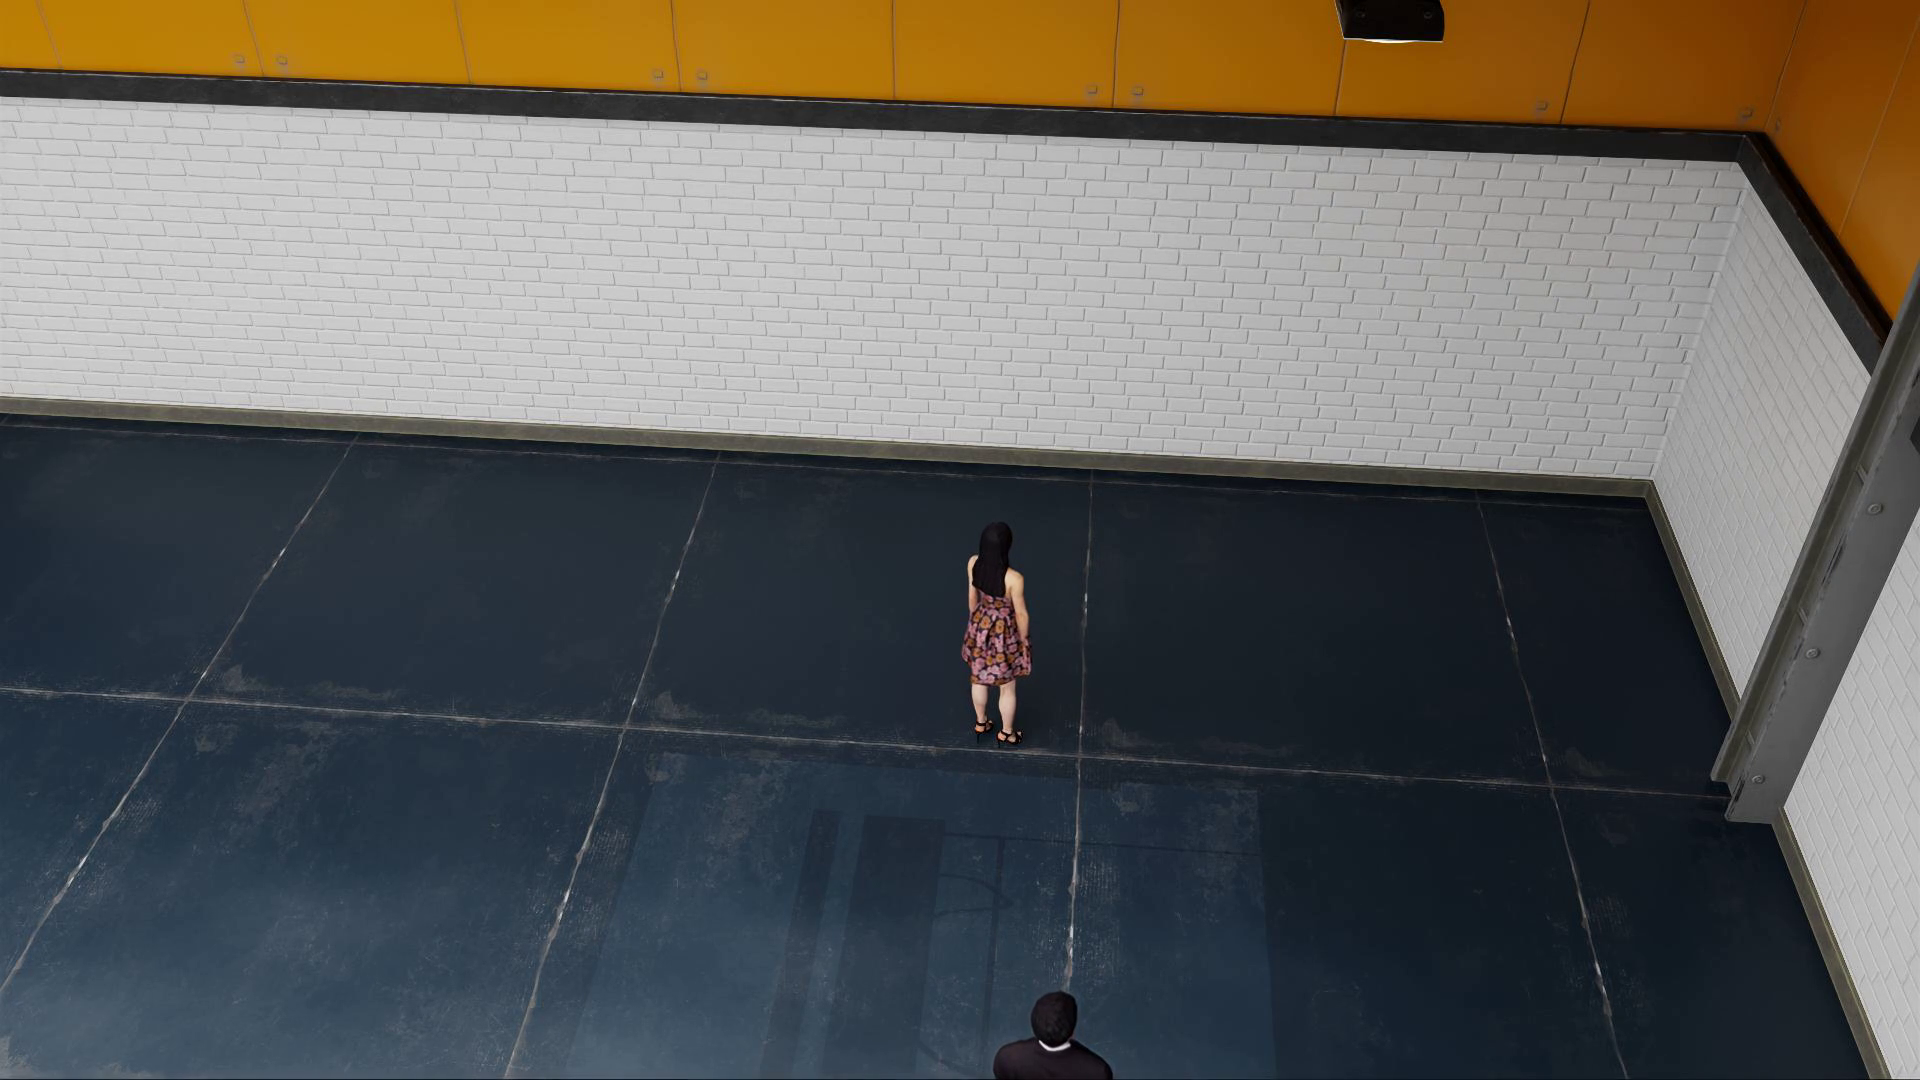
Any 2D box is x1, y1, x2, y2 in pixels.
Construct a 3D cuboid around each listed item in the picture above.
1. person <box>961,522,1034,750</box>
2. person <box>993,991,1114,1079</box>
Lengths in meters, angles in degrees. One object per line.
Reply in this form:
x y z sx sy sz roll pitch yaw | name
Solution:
0.236 0.599 10.366 0.787 1.774 0.822 22 44 25 | person
0.411 2.707 7.639 0.704 1.884 0.558 6 39 7 | person
